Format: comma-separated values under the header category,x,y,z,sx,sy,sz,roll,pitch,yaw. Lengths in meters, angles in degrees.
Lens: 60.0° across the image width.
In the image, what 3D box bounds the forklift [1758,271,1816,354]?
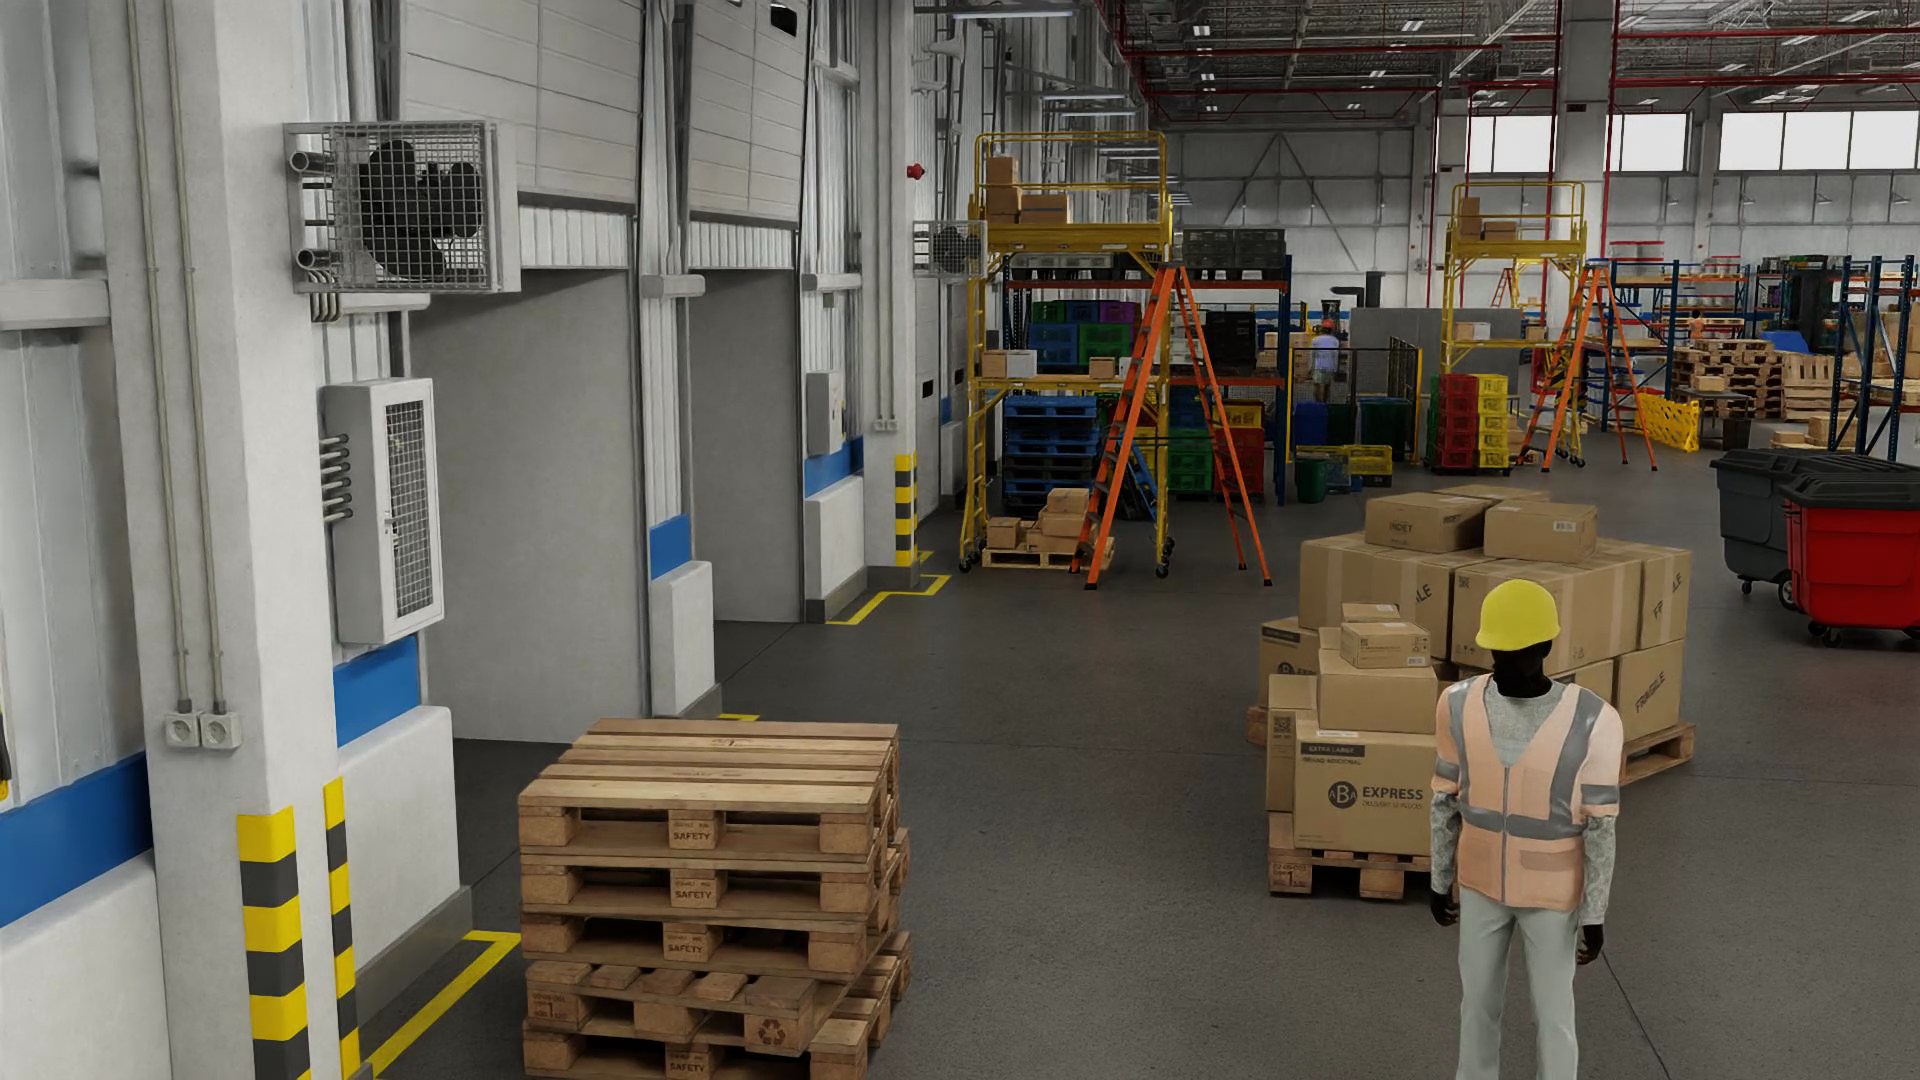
category,x,y,z,sx,sy,sz,roll,pitch,yaw
forklift,24.173,-6.349,47.920,1.873,2.768,1.129,0,9,2

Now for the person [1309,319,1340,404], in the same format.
category,x,y,z,sx,sy,sz,roll,pitch,yaw
person,7.211,-3.420,32.899,0.569,1.898,0.857,2,9,12

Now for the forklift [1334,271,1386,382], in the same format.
category,x,y,z,sx,sy,sz,roll,pitch,yaw
forklift,10.436,-5.400,42.069,1.873,2.768,1.129,1,9,9

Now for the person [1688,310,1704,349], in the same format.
category,x,y,z,sx,sy,sz,roll,pitch,yaw
person,21.886,-6.011,49.512,0.530,1.689,0.321,-3,10,-18

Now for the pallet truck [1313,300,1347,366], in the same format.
category,x,y,z,sx,sy,sz,roll,pitch,yaw
pallet truck,11.159,-6.200,49.718,0.823,1.965,1.885,4,10,26

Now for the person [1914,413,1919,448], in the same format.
category,x,y,z,sx,sy,sz,roll,pitch,yaw
person,15.567,-2.335,26.692,0.322,1.736,0.487,5,11,30

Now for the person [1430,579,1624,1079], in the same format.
category,x,y,z,sx,sy,sz,roll,pitch,yaw
person,1.725,1.064,5.171,0.585,1.920,0.395,7,12,38
